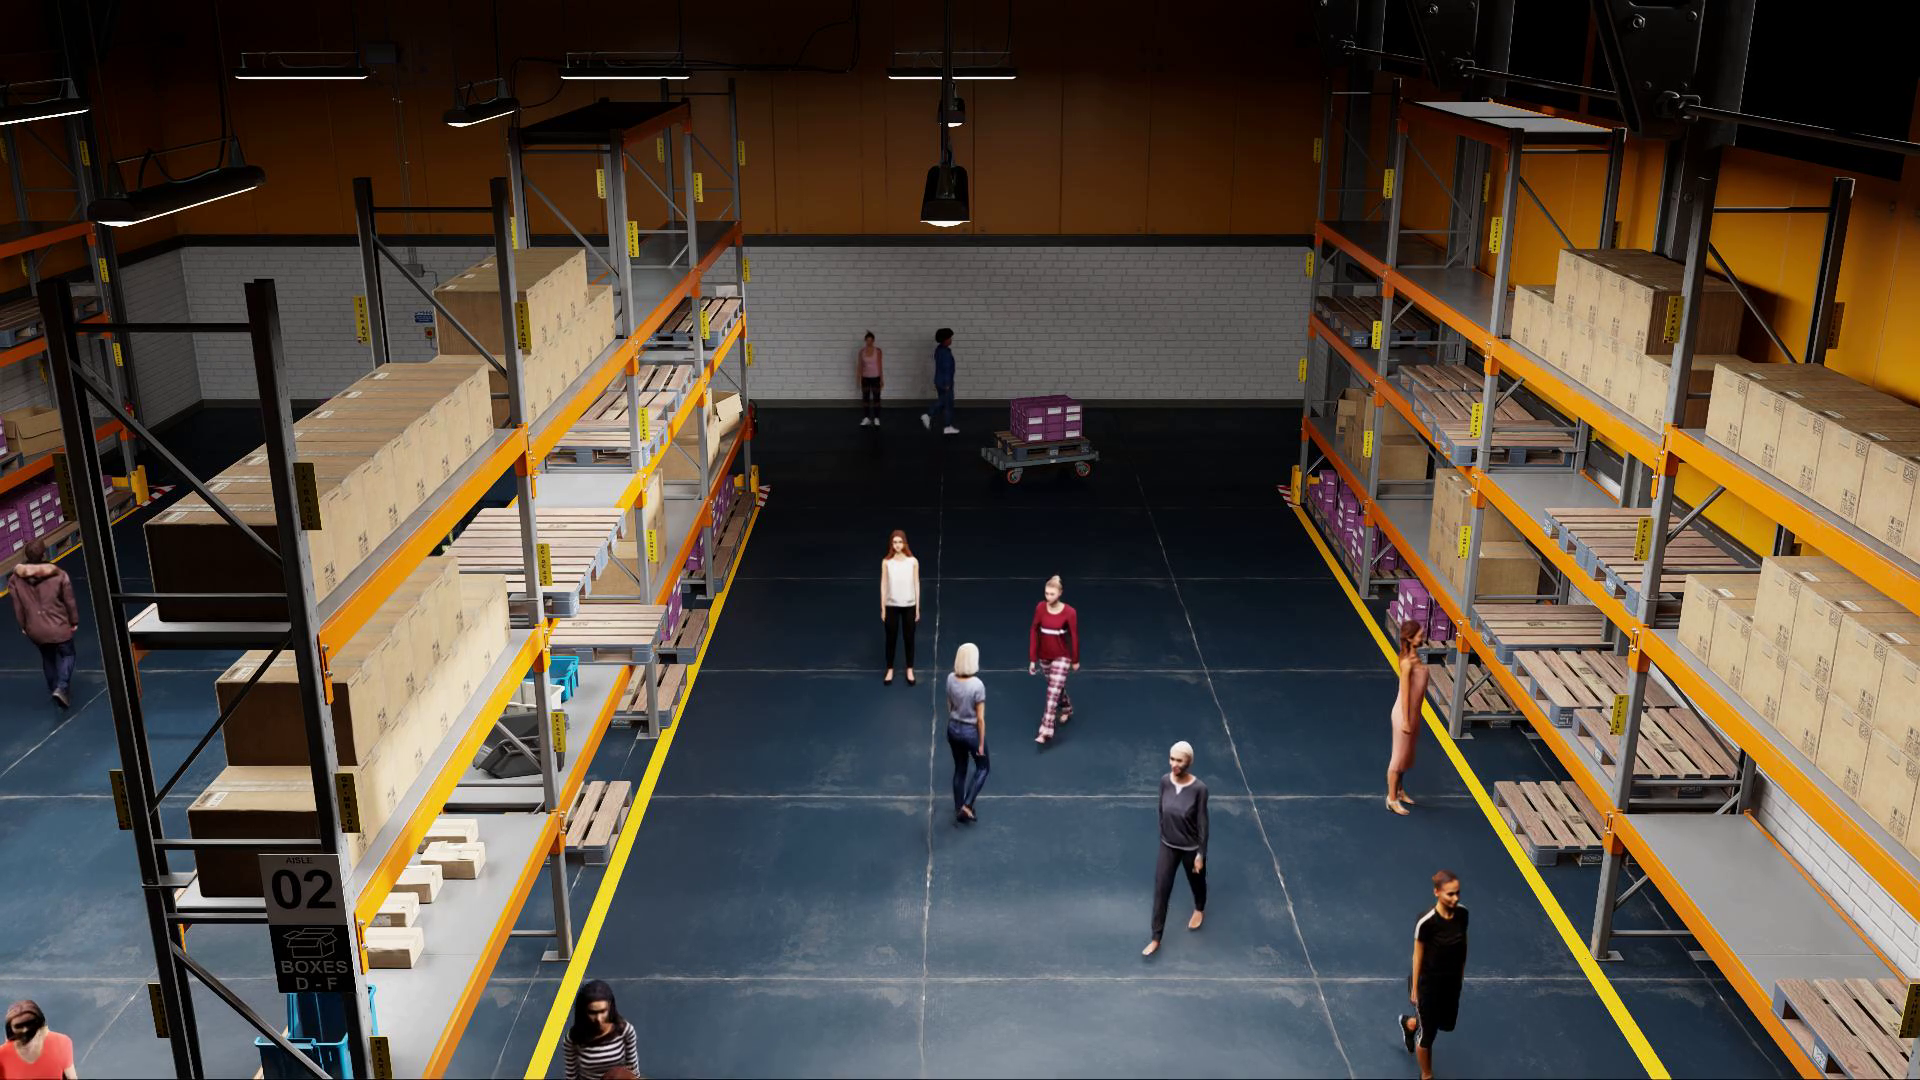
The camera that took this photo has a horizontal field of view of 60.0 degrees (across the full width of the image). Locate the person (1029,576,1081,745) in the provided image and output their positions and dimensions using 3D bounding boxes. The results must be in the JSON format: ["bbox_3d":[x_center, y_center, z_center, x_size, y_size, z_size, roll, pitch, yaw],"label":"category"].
[{"bbox_3d":[0.974,1.165,16.674,0.976,1.647,1.221,9,21,26],"label":"person"}]

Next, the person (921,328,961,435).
[{"bbox_3d":[-0.333,-2.638,27.728,0.918,1.799,0.934,-7,20,-19],"label":"person"}]

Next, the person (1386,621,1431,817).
[{"bbox_3d":[4.048,1.596,15.106,0.712,1.832,0.590,9,21,26],"label":"person"}]

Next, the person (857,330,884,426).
[{"bbox_3d":[-1.516,-2.757,28.324,0.600,1.646,0.536,2,19,7],"label":"person"}]

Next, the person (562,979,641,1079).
[{"bbox_3d":[-2.108,3.371,9.928,0.771,1.773,0.995,-5,19,-16],"label":"person"}]

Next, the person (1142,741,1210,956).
[{"bbox_3d":[1.789,2.360,13.061,0.965,1.689,1.172,11,21,29],"label":"person"}]

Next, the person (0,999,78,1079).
[{"bbox_3d":[-5.450,3.447,9.884,0.883,1.657,1.107,-8,20,-23],"label":"person"}]

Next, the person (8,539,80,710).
[{"bbox_3d":[-9.412,0.913,17.144,0.874,1.826,1.025,-4,19,-13],"label":"person"}]

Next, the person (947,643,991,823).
[{"bbox_3d":[0.003,1.757,14.814,0.723,1.712,0.779,12,22,32],"label":"person"}]

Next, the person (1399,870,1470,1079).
[{"bbox_3d":[3.191,2.961,11.331,0.771,1.655,0.952,-7,20,-19],"label":"person"}]

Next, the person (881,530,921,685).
[{"bbox_3d":[-0.646,0.712,17.902,0.571,1.722,0.495,-1,19,-2],"label":"person"}]
